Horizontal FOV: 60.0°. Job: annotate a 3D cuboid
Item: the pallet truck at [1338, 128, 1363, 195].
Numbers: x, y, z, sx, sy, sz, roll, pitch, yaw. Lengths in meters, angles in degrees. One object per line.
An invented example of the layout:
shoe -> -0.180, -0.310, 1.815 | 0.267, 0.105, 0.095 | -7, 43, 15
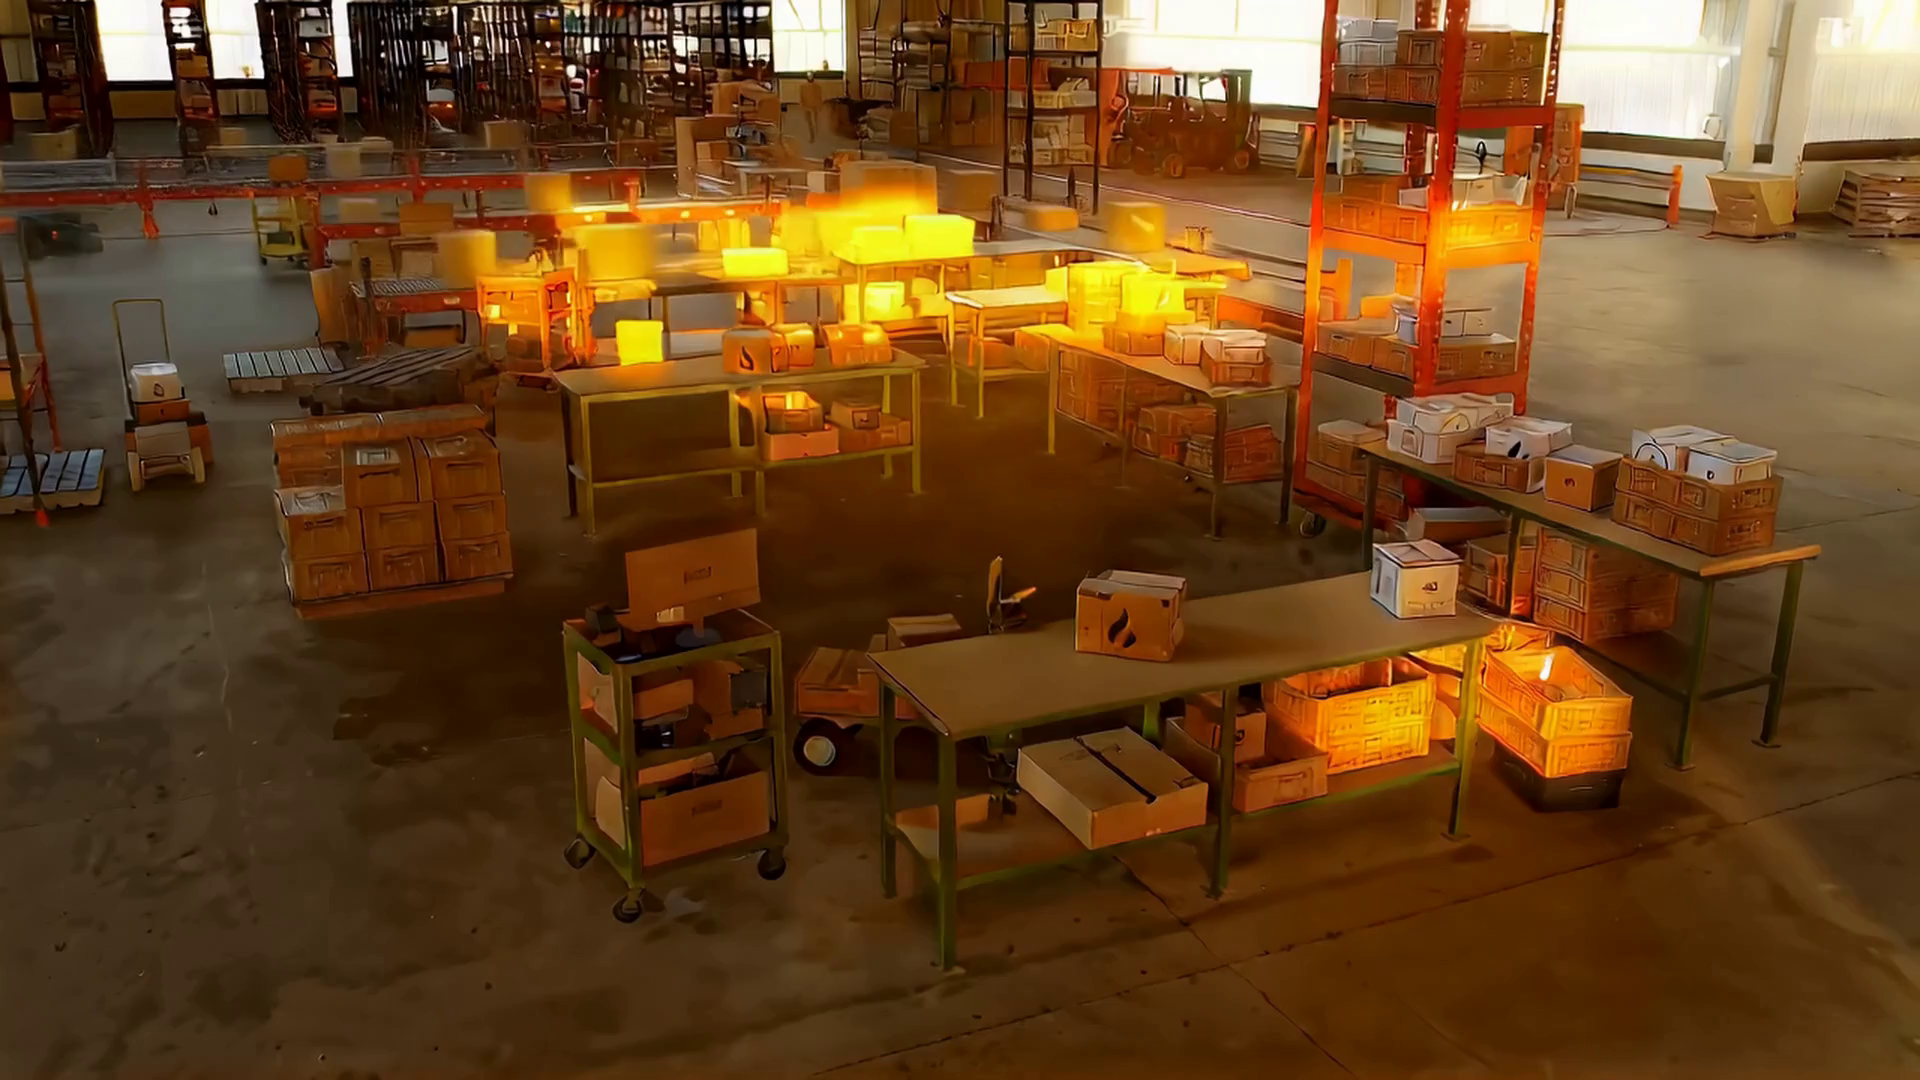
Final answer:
pallet truck -> 7.845, -7.140, 31.411 | 1.522, 1.261, 0.704 | -9, 20, -25

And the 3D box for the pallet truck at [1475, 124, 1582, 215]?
pallet truck -> 9.707, -6.455, 28.103 | 1.885, 1.965, 0.823 | -7, 19, -20

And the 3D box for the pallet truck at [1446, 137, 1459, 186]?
pallet truck -> 9.184, -6.485, 29.328 | 1.630, 1.274, 0.653 | -8, 19, -23

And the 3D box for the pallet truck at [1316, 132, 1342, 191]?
pallet truck -> 7.723, -7.504, 32.656 | 1.601, 1.201, 0.680 | -8, 19, -23

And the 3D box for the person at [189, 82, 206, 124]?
person -> -19.038, -10.584, 41.412 | 0.623, 1.816, 0.604 | -1, 18, -2

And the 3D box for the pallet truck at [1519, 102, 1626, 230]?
pallet truck -> 9.972, -6.037, 26.785 | 1.885, 1.965, 0.823 | -9, 20, -25

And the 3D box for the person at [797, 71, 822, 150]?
person -> -3.830, -10.942, 42.346 | 0.630, 1.941, 1.053 | 2, 18, 6

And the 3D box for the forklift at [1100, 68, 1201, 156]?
forklift -> 4.082, -9.564, 37.410 | 2.680, 1.987, 1.157 | -8, 19, -23

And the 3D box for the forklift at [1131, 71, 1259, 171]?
forklift -> 4.998, -8.936, 35.413 | 2.680, 1.987, 1.157 | -9, 20, -25
